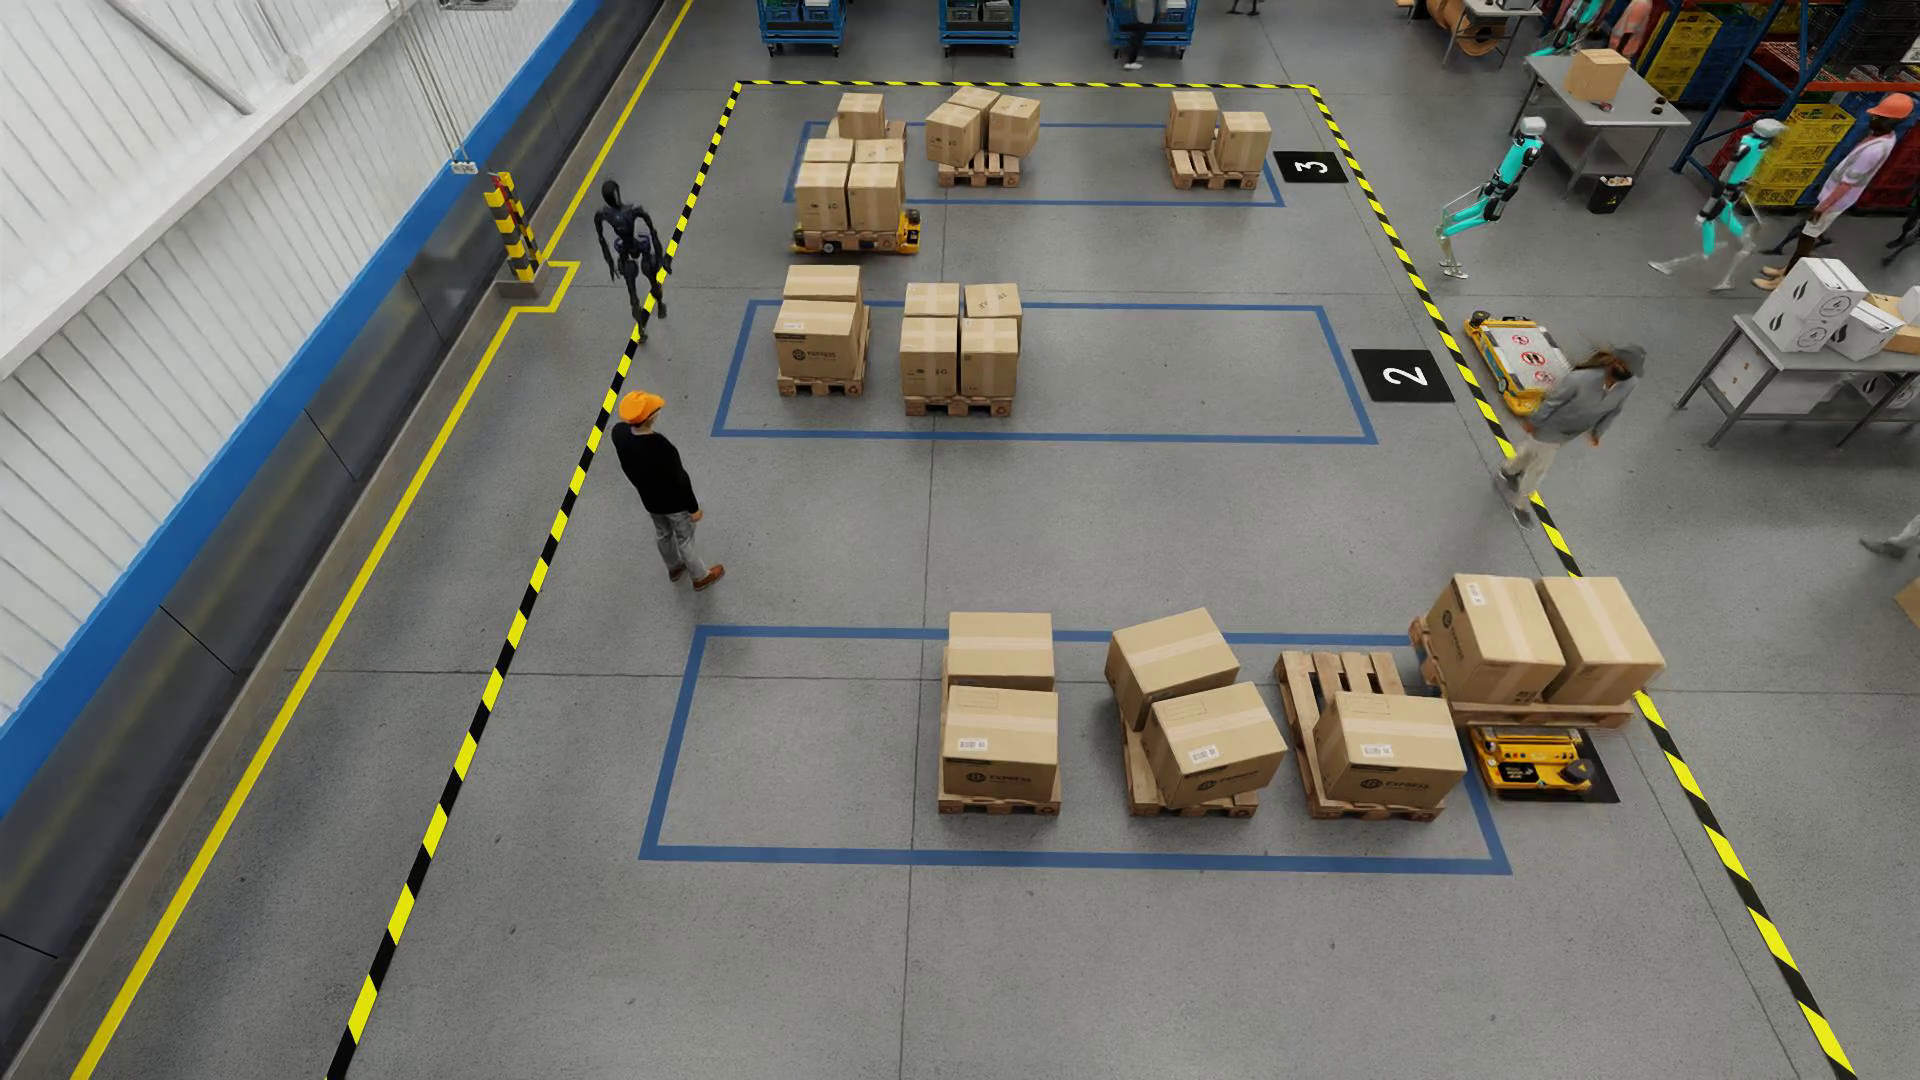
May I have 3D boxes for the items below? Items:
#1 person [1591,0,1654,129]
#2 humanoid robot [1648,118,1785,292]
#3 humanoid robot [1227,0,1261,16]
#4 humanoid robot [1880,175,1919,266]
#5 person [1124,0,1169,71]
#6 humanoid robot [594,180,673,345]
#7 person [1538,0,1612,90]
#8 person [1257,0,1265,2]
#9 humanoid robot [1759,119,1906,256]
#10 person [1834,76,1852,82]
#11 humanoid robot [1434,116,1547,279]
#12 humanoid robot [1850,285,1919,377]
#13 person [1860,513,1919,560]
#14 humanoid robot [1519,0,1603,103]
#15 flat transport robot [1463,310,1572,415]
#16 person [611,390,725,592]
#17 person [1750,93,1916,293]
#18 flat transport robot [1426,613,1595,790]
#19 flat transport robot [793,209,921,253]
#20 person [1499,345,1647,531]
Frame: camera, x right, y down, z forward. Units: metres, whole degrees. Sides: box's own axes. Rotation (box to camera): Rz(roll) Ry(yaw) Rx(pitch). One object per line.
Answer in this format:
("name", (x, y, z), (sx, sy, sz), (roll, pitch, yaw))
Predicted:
("person", (8.621, -6.441, 12.007), (0.469, 1.938, 0.610), (26, 54, 21))
("humanoid robot", (8.103, -3.348, 9.488), (0.530, 1.775, 1.016), (-25, 54, -20))
("humanoid robot", (4.725, -9.314, 14.675), (0.557, 1.646, 0.589), (-15, 51, -13))
("humanoid robot", (10.658, -3.783, 9.913), (0.827, 1.617, 0.612), (-25, 54, -20))
("person", (2.728, -7.752, 13.220), (0.593, 1.811, 0.607), (-23, 53, -19))
("humanoid robot", (-3.179, -2.753, 9.018), (0.611, 1.622, 0.788), (-7, 50, -6))
("person", (8.609, -7.242, 12.768), (0.602, 1.828, 0.404), (12, 50, 10))
("person", (5.051, -9.930, 15.024), (0.634, 1.937, 0.355), (20, 52, 17))
("humanoid robot", (9.586, -3.845, 9.966), (0.764, 1.629, 0.596), (8, 50, 7))
("person", (12.949, -7.399, 12.902), (0.620, 1.837, 0.430), (-17, 51, -14))
("humanoid robot", (5.379, -3.561, 9.553), (0.735, 1.681, 0.533), (8, 50, 7))
("humanoid robot", (8.935, -2.054, 8.250), (0.735, 1.677, 0.533), (-6, 49, -5))
("person", (7.739, -0.462, 6.842), (0.654, 1.911, 0.554), (-36, 58, -27))
("humanoid robot", (8.148, -6.905, 12.497), (0.532, 1.727, 0.725), (-32, 56, -24))
("flat transport robot", (5.573, -1.757, 9.054), (0.659, 0.231, 1.431), (1, 49, 1))
("person", (-2.156, -0.337, 6.764), (0.590, 1.887, 0.378), (23, 53, 19))
("person", (8.962, -3.526, 9.422), (0.412, 2.032, 0.604), (36, 58, 27))
("flat transport robot", (3.908, 1.083, 6.577), (0.652, 0.197, 1.431), (1, 49, 1))
("flat transport robot", (-1.180, -3.598, 10.629), (1.431, 0.197, 0.652), (1, 49, 1))
("person", (4.864, -0.875, 7.324), (0.573, 1.724, 0.828), (-7, 49, -6))
